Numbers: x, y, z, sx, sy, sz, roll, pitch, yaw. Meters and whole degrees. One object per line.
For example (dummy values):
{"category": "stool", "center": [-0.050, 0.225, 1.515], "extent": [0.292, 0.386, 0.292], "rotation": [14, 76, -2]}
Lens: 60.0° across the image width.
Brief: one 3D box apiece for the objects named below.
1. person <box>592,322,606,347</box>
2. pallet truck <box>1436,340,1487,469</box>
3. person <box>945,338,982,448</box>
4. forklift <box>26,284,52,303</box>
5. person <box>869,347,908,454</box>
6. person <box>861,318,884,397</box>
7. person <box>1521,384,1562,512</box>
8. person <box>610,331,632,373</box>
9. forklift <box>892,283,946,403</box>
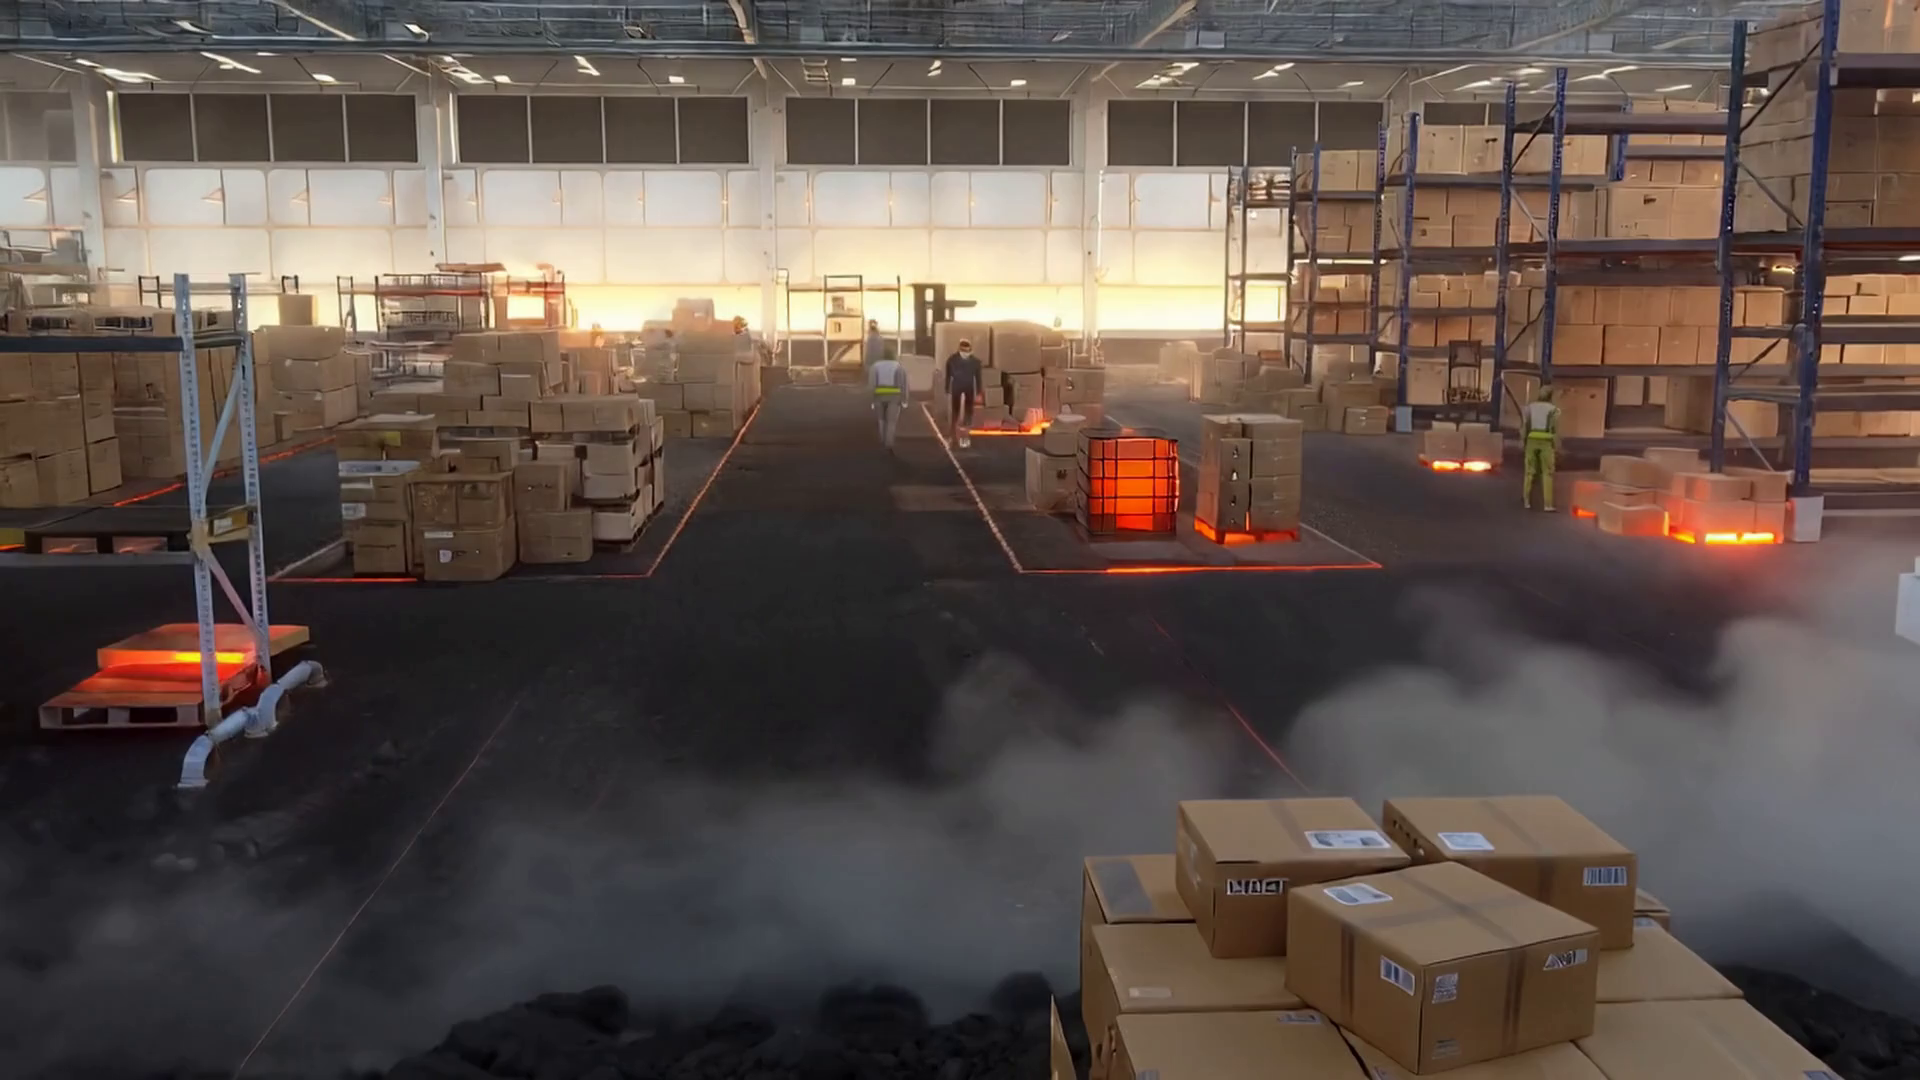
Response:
{"category": "person", "center": [-8.799, -4.293, 40.092], "extent": [0.823, 1.887, 0.593], "rotation": [-6, 11, -33]}
{"category": "pallet truck", "center": [8.004, -2.170, 26.422], "extent": [0.823, 1.965, 1.885], "rotation": [2, 9, 14]}
{"category": "person", "center": [0.071, -2.557, 29.078], "extent": [0.661, 1.920, 0.512], "rotation": [-2, 9, -12]}
{"category": "forklift", "center": [-19.949, -4.176, 36.253], "extent": [1.873, 2.768, 1.129], "rotation": [-6, 11, -32]}
{"category": "person", "center": [-1.207, -2.388, 28.425], "extent": [0.646, 1.788, 0.963], "rotation": [1, 9, 4]}
{"category": "person", "center": [-2.200, -4.462, 40.891], "extent": [0.836, 1.964, 0.654], "rotation": [3, 10, 20]}
{"category": "person", "center": [7.421, -1.170, 21.257], "extent": [0.513, 1.642, 0.313], "rotation": [6, 11, 35]}
{"category": "person", "center": [-8.088, -4.125, 39.649], "extent": [0.531, 1.692, 0.320], "rotation": [-2, 9, -14]}
{"category": "forklift", "center": [-0.750, -4.708, 39.590], "extent": [1.873, 2.768, 1.129], "rotation": [-7, 11, -36]}
